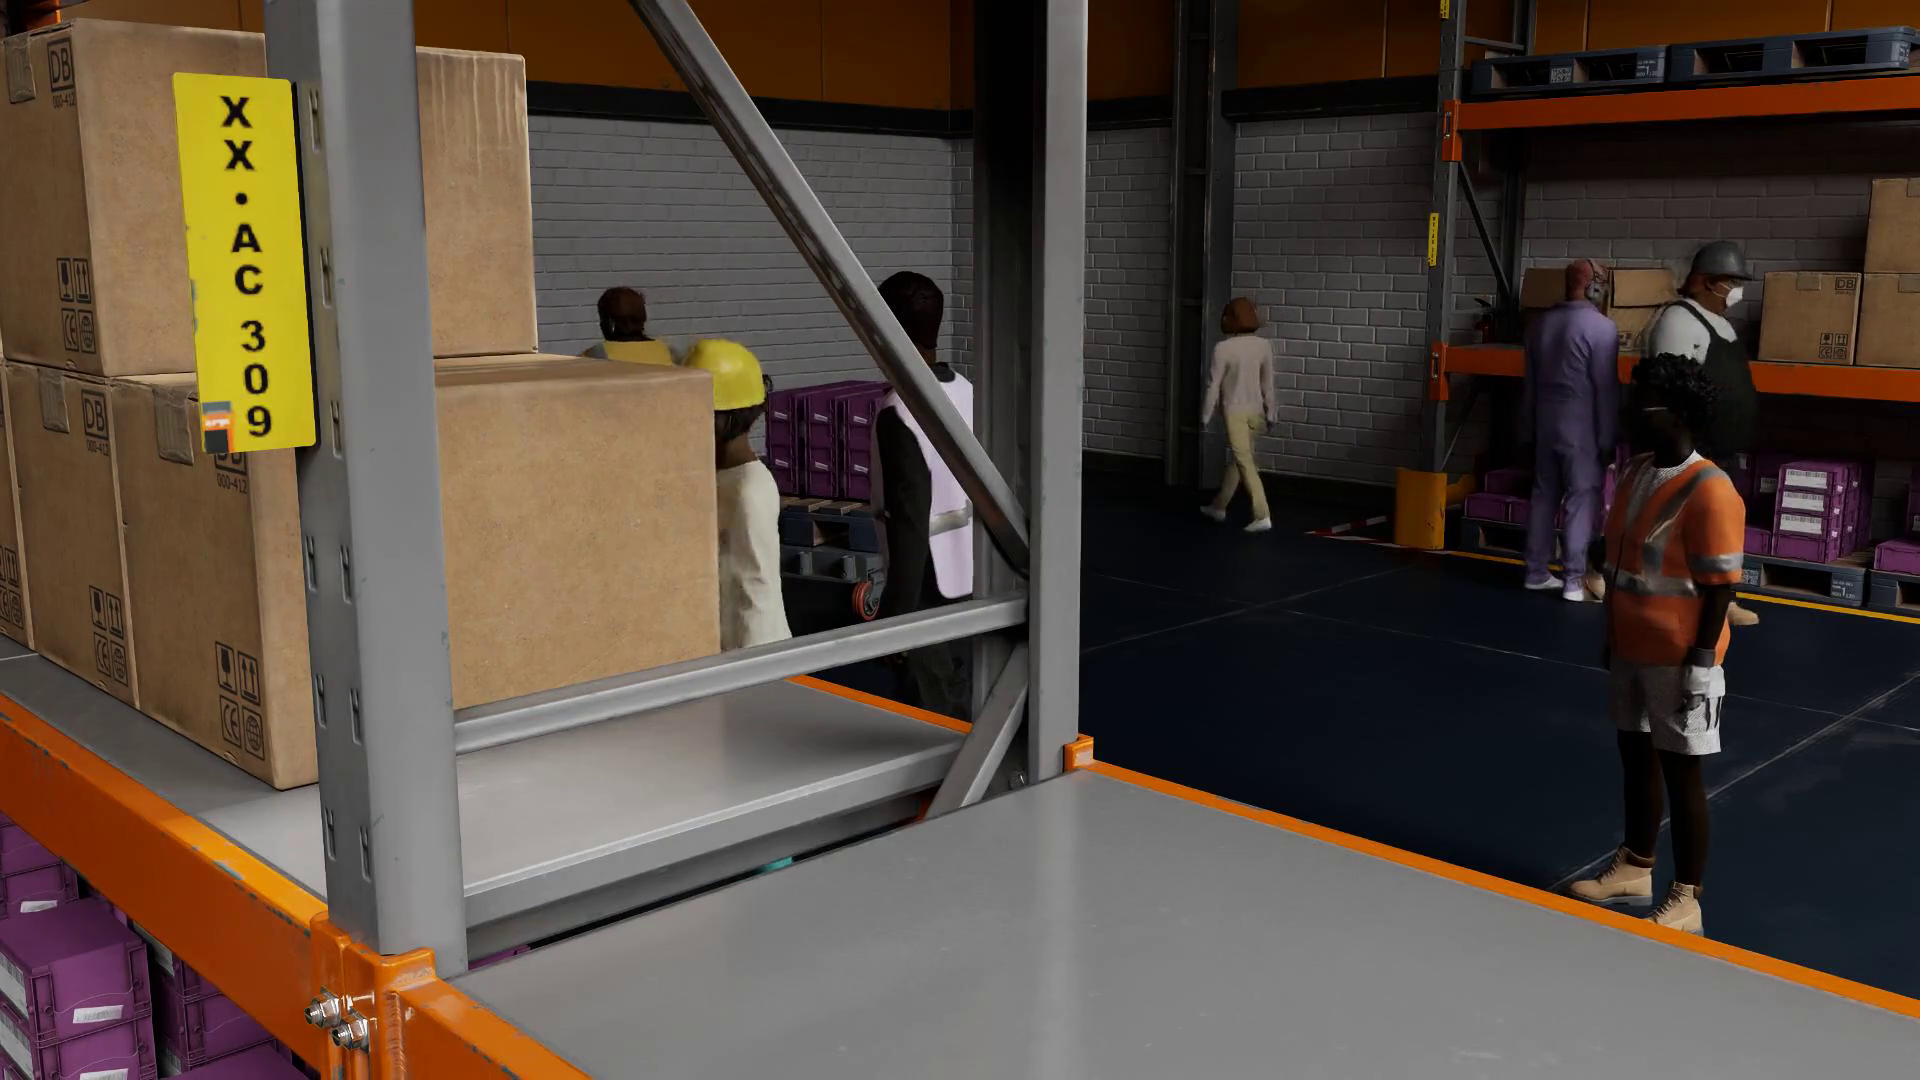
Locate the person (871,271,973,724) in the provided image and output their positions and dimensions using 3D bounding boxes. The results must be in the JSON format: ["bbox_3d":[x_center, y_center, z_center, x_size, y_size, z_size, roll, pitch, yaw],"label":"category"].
[{"bbox_3d":[-0.093,0.156,5.033,0.393,1.916,0.590,3,11,17],"label":"person"}]

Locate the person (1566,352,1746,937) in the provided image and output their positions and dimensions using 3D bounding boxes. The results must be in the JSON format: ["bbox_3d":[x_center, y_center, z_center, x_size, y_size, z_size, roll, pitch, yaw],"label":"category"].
[{"bbox_3d":[2.007,0.313,4.777,0.318,1.695,0.539,-1,10,-7],"label":"person"}]

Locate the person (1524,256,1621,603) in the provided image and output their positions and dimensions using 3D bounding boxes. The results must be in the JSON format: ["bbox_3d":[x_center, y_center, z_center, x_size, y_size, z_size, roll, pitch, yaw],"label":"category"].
[{"bbox_3d":[3.428,-0.612,9.253,0.403,1.907,0.645,-4,11,-22],"label":"person"}]

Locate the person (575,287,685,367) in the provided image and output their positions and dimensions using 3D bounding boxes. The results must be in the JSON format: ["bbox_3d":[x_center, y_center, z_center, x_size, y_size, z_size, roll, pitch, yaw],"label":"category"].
[{"bbox_3d":[-1.599,-0.300,7.915,0.636,1.786,1.007,-9,14,-42],"label":"person"}]

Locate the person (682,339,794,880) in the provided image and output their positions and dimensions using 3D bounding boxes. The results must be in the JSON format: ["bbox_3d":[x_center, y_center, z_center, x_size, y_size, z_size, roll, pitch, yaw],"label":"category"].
[{"bbox_3d":[-0.588,0.355,4.412,0.331,1.755,0.560,-3,11,-15],"label":"person"}]

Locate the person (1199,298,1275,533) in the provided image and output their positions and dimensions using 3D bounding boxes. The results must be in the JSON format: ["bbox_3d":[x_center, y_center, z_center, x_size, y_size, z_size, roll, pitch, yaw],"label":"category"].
[{"bbox_3d":[1.927,-0.865,11.482,0.513,1.590,0.862,-6,12,-31],"label":"person"}]

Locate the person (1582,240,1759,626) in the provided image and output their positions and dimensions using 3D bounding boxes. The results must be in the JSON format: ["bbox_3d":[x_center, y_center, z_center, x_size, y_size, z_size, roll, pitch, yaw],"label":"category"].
[{"bbox_3d":[3.807,-0.595,8.788,0.682,2.000,0.858,-8,13,-38],"label":"person"}]
